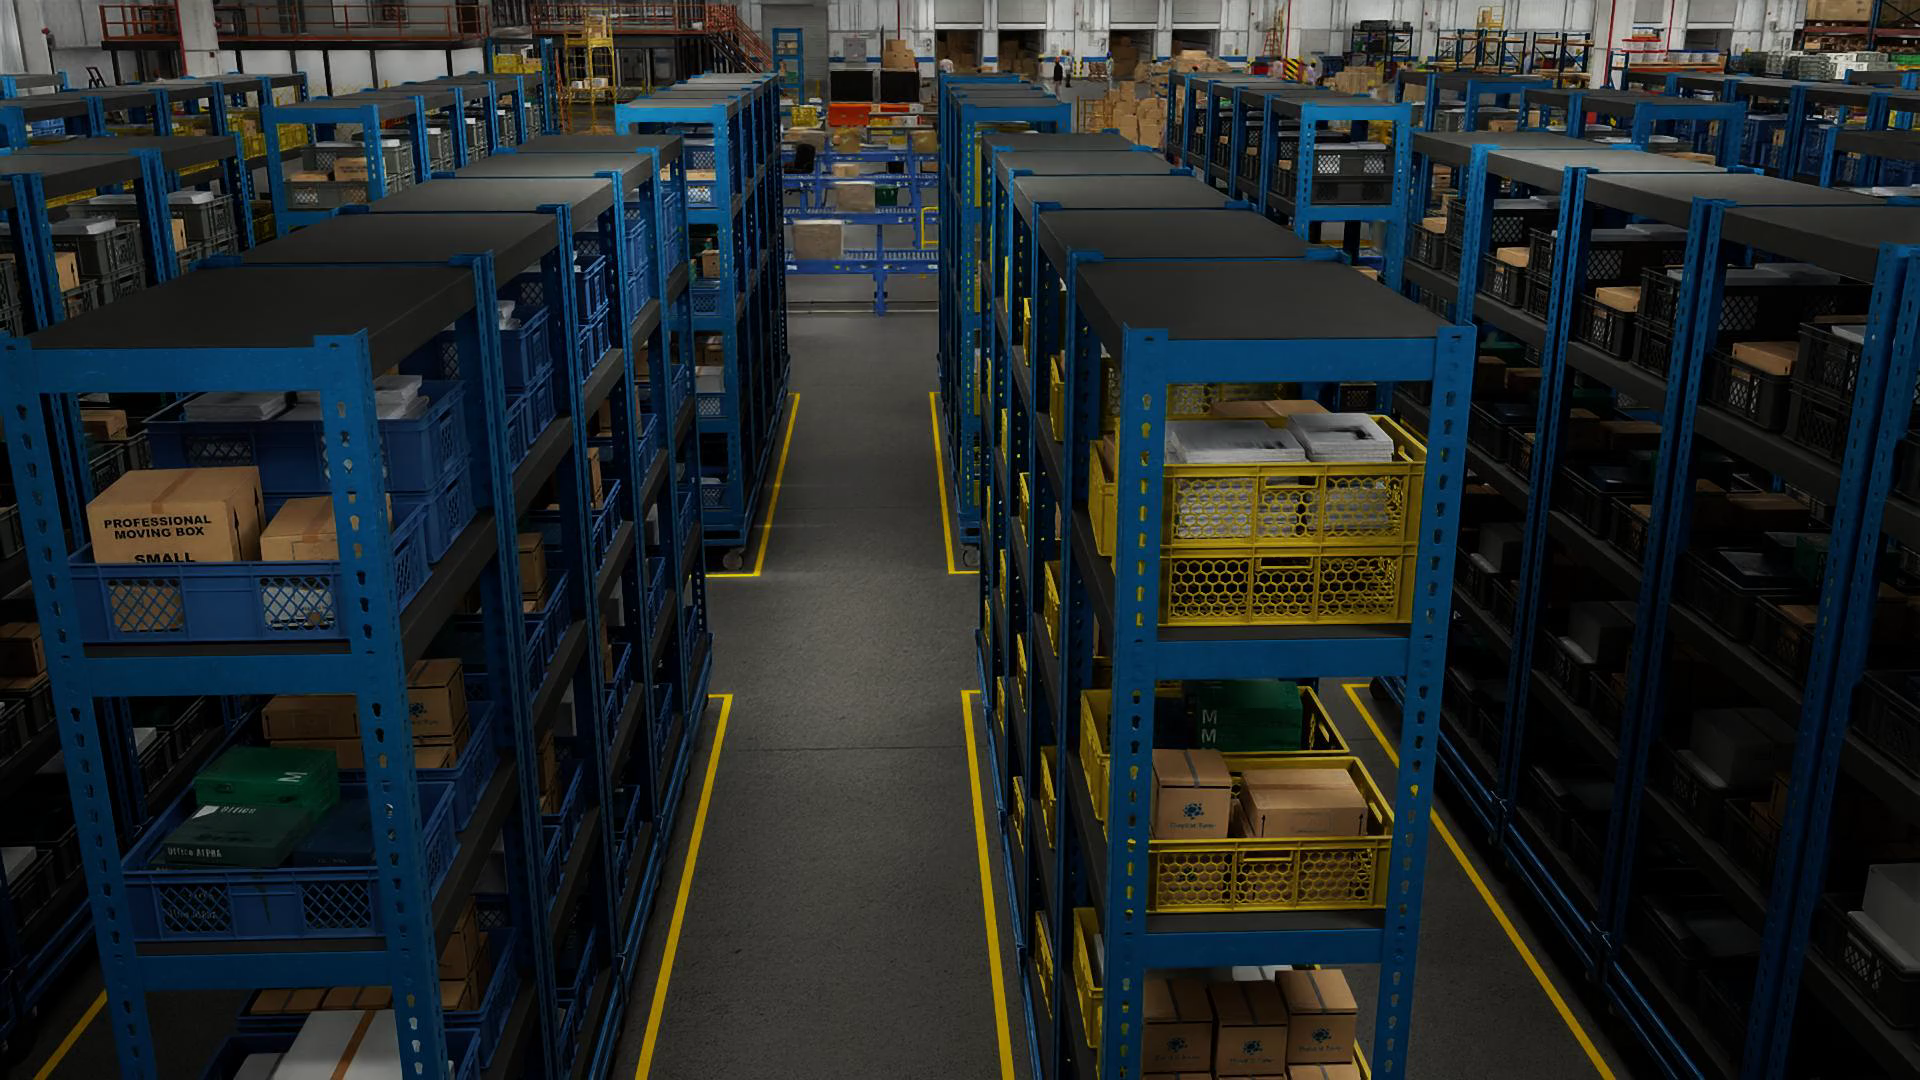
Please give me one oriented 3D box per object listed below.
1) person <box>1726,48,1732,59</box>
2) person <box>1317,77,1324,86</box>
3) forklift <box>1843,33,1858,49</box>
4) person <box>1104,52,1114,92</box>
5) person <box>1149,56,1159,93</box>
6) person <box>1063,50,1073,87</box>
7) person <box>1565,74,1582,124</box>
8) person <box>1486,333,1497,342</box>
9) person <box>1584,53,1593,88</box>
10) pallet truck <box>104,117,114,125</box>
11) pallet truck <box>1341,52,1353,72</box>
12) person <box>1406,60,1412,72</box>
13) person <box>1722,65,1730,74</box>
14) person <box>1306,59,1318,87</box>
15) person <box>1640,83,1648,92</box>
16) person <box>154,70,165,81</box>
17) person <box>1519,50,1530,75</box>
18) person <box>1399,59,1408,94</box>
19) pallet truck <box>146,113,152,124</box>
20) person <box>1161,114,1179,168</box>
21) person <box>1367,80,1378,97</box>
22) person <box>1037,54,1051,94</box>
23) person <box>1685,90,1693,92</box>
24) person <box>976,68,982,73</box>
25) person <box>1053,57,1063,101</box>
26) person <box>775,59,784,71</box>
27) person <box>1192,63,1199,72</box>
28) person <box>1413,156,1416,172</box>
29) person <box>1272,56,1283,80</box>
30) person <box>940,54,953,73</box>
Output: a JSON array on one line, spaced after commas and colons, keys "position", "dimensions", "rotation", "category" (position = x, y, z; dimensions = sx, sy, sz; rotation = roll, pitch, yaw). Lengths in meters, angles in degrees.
[{"position": [41.618, -25.671, 90.234], "dimensions": [0.368, 1.932, 0.622], "rotation": [1, 18, 3], "category": "person"}, {"position": [12.238, -14.859, 56.872], "dimensions": [0.317, 1.865, 0.523], "rotation": [2, 18, 5], "category": "person"}, {"position": [44.508, -23.936, 83.335], "dimensions": [1.873, 2.768, 1.129], "rotation": [-2, 18, -7], "category": "forklift"}, {"position": [7.475, -23.449, 83.331], "dimensions": [0.401, 1.942, 0.602], "rotation": [-8, 19, -23], "category": "person"}, {"position": [9.631, -23.124, 82.640], "dimensions": [0.487, 1.745, 0.292], "rotation": [3, 18, 10], "category": "person"}, {"position": [5.728, -24.861, 87.778], "dimensions": [0.350, 1.898, 0.717], "rotation": [-17, 25, -42], "category": "person"}, {"position": [20.685, -14.652, 55.947], "dimensions": [0.619, 2.000, 0.700], "rotation": [6, 19, 18], "category": "person"}, {"position": [6.338, -3.070, 20.375], "dimensions": [0.881, 1.875, 0.651], "rotation": [3, 18, 8], "category": "person"}, {"position": [31.202, -23.221, 82.670], "dimensions": [0.674, 1.911, 0.644], "rotation": [10, 20, 28], "category": "person"}, {"position": [-18.367, -7.885, 35.078], "dimensions": [1.885, 1.965, 0.823], "rotation": [1, 18, 2], "category": "pallet truck"}, {"position": [18.794, -23.123, 82.231], "dimensions": [0.823, 1.965, 1.885], "rotation": [-13, 22, -35], "category": "pallet truck"}, {"position": [20.678, -21.192, 76.648], "dimensions": [0.413, 1.758, 0.536], "rotation": [0, 18, 1], "category": "person"}, {"position": [33.713, -20.112, 73.073], "dimensions": [0.547, 1.906, 0.899], "rotation": [15, 23, 38], "category": "person"}, {"position": [15.864, -20.775, 75.159], "dimensions": [0.992, 1.886, 0.588], "rotation": [14, 22, 36], "category": "person"}, {"position": [31.277, -20.966, 75.827], "dimensions": [0.504, 1.827, 0.418], "rotation": [-16, 24, -41], "category": "person"}, {"position": [-30.091, -16.718, 62.598], "dimensions": [0.361, 1.882, 0.577], "rotation": [0, 18, 1], "category": "person"}, {"position": [30.002, -25.077, 88.395], "dimensions": [0.644, 1.923, 0.567], "rotation": [-12, 21, -32], "category": "person"}, {"position": [21.749, -22.679, 81.369], "dimensions": [0.553, 1.663, 0.769], "rotation": [4, 18, 13], "category": "person"}, {"position": [-18.087, -8.309, 36.390], "dimensions": [1.885, 1.965, 0.823], "rotation": [-1, 18, -4], "category": "pallet truck"}, {"position": [5.199, -9.587, 40.757], "dimensions": [0.547, 1.726, 0.841], "rotation": [0, 18, -1], "category": "person"}, {"position": [14.194, -14.943, 57.283], "dimensions": [0.957, 1.777, 0.608], "rotation": [2, 18, 5], "category": "person"}, {"position": [4.005, -22.622, 80.835], "dimensions": [0.781, 1.905, 0.590], "rotation": [-4, 18, -13], "category": "person"}, {"position": [27.416, -16.821, 62.827], "dimensions": [0.379, 1.937, 0.548], "rotation": [-17, 24, -41], "category": "person"}, {"position": [0.764, -17.429, 64.845], "dimensions": [0.503, 1.860, 0.330], "rotation": [-11, 21, -30], "category": "person"}, {"position": [4.344, -20.542, 74.247], "dimensions": [0.387, 1.992, 0.626], "rotation": [-10, 20, -27], "category": "person"}, {"position": [-8.807, -22.749, 81.346], "dimensions": [0.431, 1.836, 0.619], "rotation": [-10, 20, -27], "category": "person"}, {"position": [9.264, -17.798, 65.708], "dimensions": [0.601, 2.035, 0.402], "rotation": [5, 18, 14], "category": "person"}, {"position": [11.976, -10.618, 44.081], "dimensions": [0.541, 1.661, 0.865], "rotation": [1, 18, 2], "category": "person"}, {"position": [15.580, -22.873, 81.744], "dimensions": [0.751, 1.817, 0.633], "rotation": [-16, 24, -40], "category": "person"}, {"position": [-0.655, -22.585, 80.666], "dimensions": [0.630, 1.935, 0.366], "rotation": [2, 18, 6], "category": "person"}]
